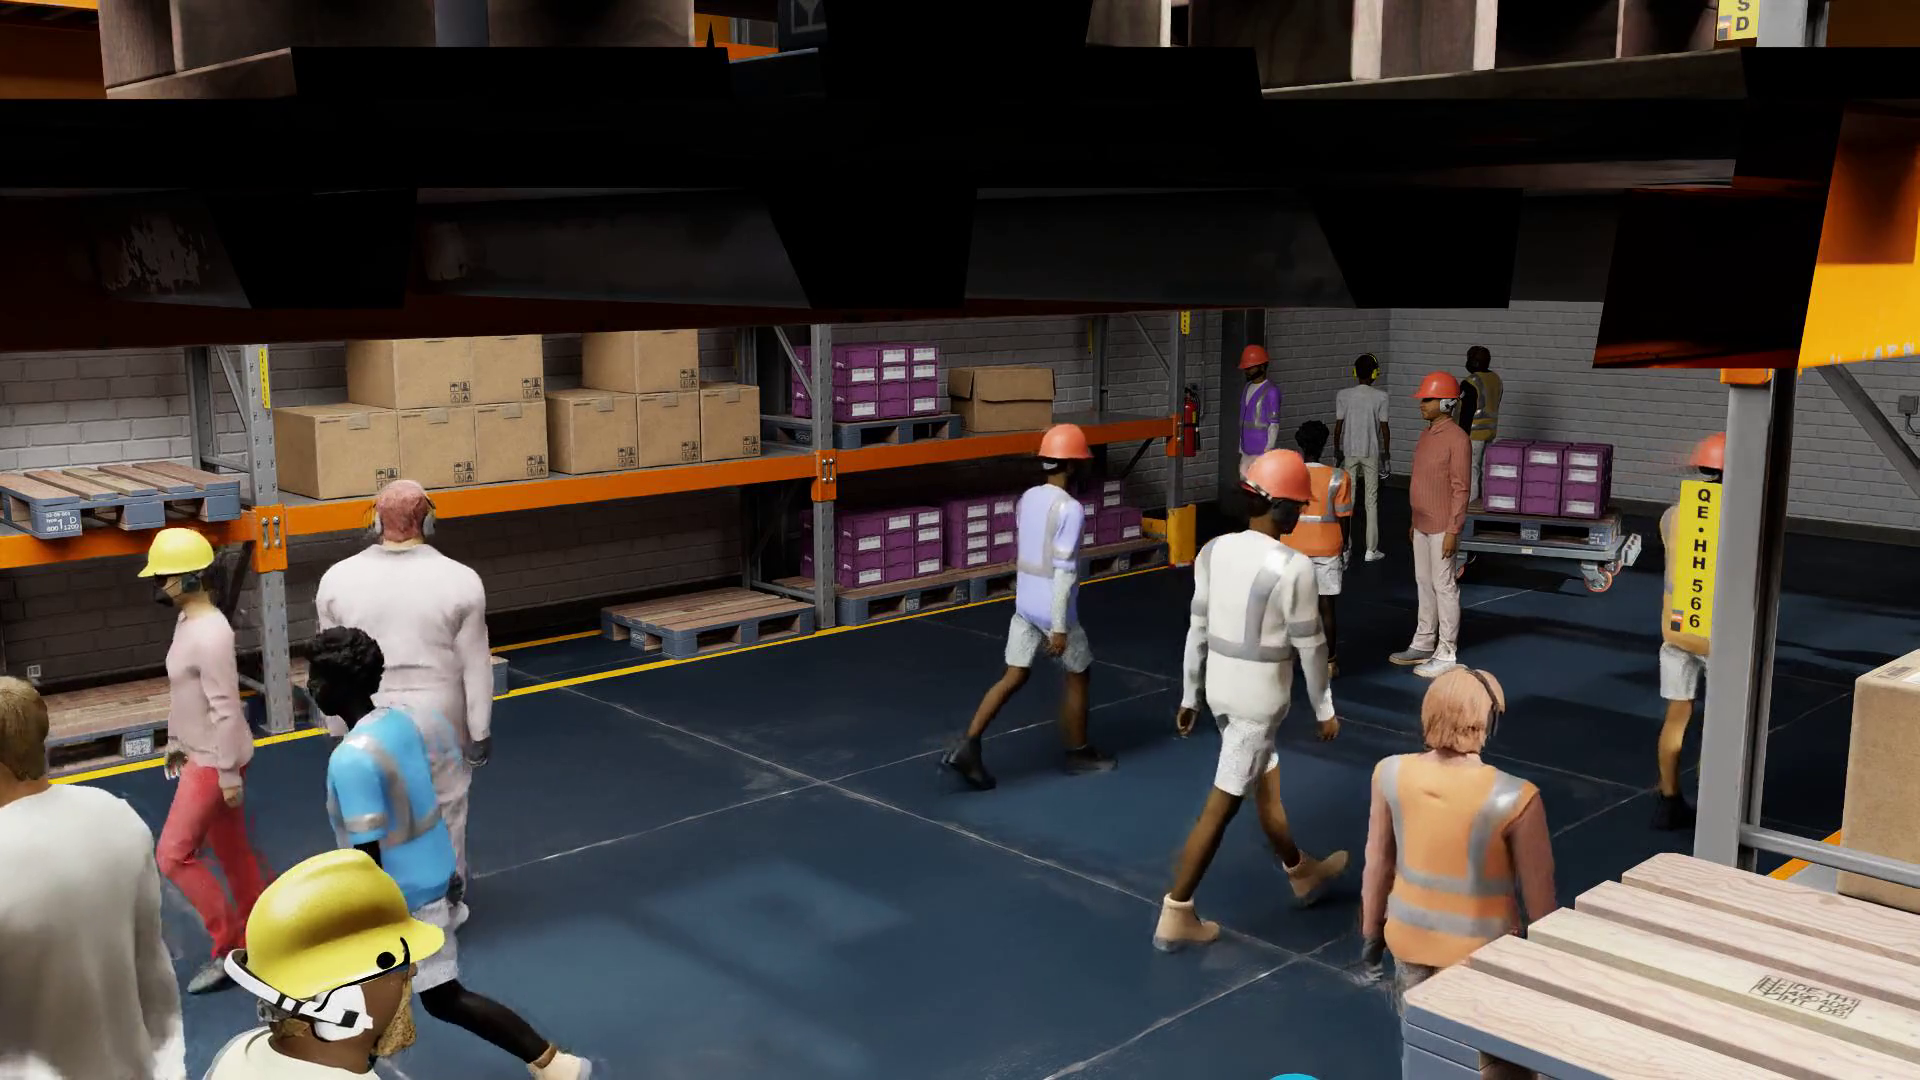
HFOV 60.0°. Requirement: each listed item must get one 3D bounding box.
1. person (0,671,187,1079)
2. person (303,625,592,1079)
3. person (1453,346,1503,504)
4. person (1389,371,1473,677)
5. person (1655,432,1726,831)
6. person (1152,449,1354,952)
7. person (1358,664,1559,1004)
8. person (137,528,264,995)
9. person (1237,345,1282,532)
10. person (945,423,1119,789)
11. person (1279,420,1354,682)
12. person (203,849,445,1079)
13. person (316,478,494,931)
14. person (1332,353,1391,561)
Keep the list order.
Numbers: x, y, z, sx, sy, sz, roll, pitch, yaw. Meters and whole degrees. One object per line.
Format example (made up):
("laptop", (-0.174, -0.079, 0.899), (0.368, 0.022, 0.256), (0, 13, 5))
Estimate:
("person", (-1.839, 1.206, 3.509), (0.972, 1.908, 0.645), (1, 10, 5))
("person", (-1.626, 1.062, 5.116), (0.911, 1.642, 0.543), (-1, 10, -5))
("person", (5.183, -1.033, 16.773), (0.625, 1.844, 0.429), (-9, 13, -43))
("person", (3.114, -0.108, 10.907), (0.377, 1.995, 0.608), (-2, 10, -11))
("person", (3.586, 0.442, 7.903), (0.614, 1.915, 0.560), (-5, 11, -25))
("person", (1.209, 0.625, 6.644), (1.095, 1.973, 0.605), (-5, 11, -25))
("person", (1.450, 1.143, 4.743), (0.823, 1.604, 0.518), (-9, 13, -44))
("person", (-2.827, 0.819, 6.212), (0.475, 1.752, 0.535), (-5, 11, -26))
("person", (2.726, -0.840, 15.388), (0.368, 1.929, 0.542), (-4, 10, -22))
("person", (0.372, 0.347, 8.572), (0.979, 1.898, 0.551), (-6, 11, -30))
("person", (2.257, 0.075, 10.718), (0.531, 1.693, 0.320), (3, 10, 15))
("person", (-0.956, 1.380, 2.661), (0.403, 1.834, 0.589), (-9, 13, -41))
("person", (-2.138, 0.708, 6.455), (0.656, 1.887, 0.716), (-1, 10, -5))
("person", (3.622, -0.743, 14.994), (0.534, 1.868, 0.309), (5, 11, 27))
